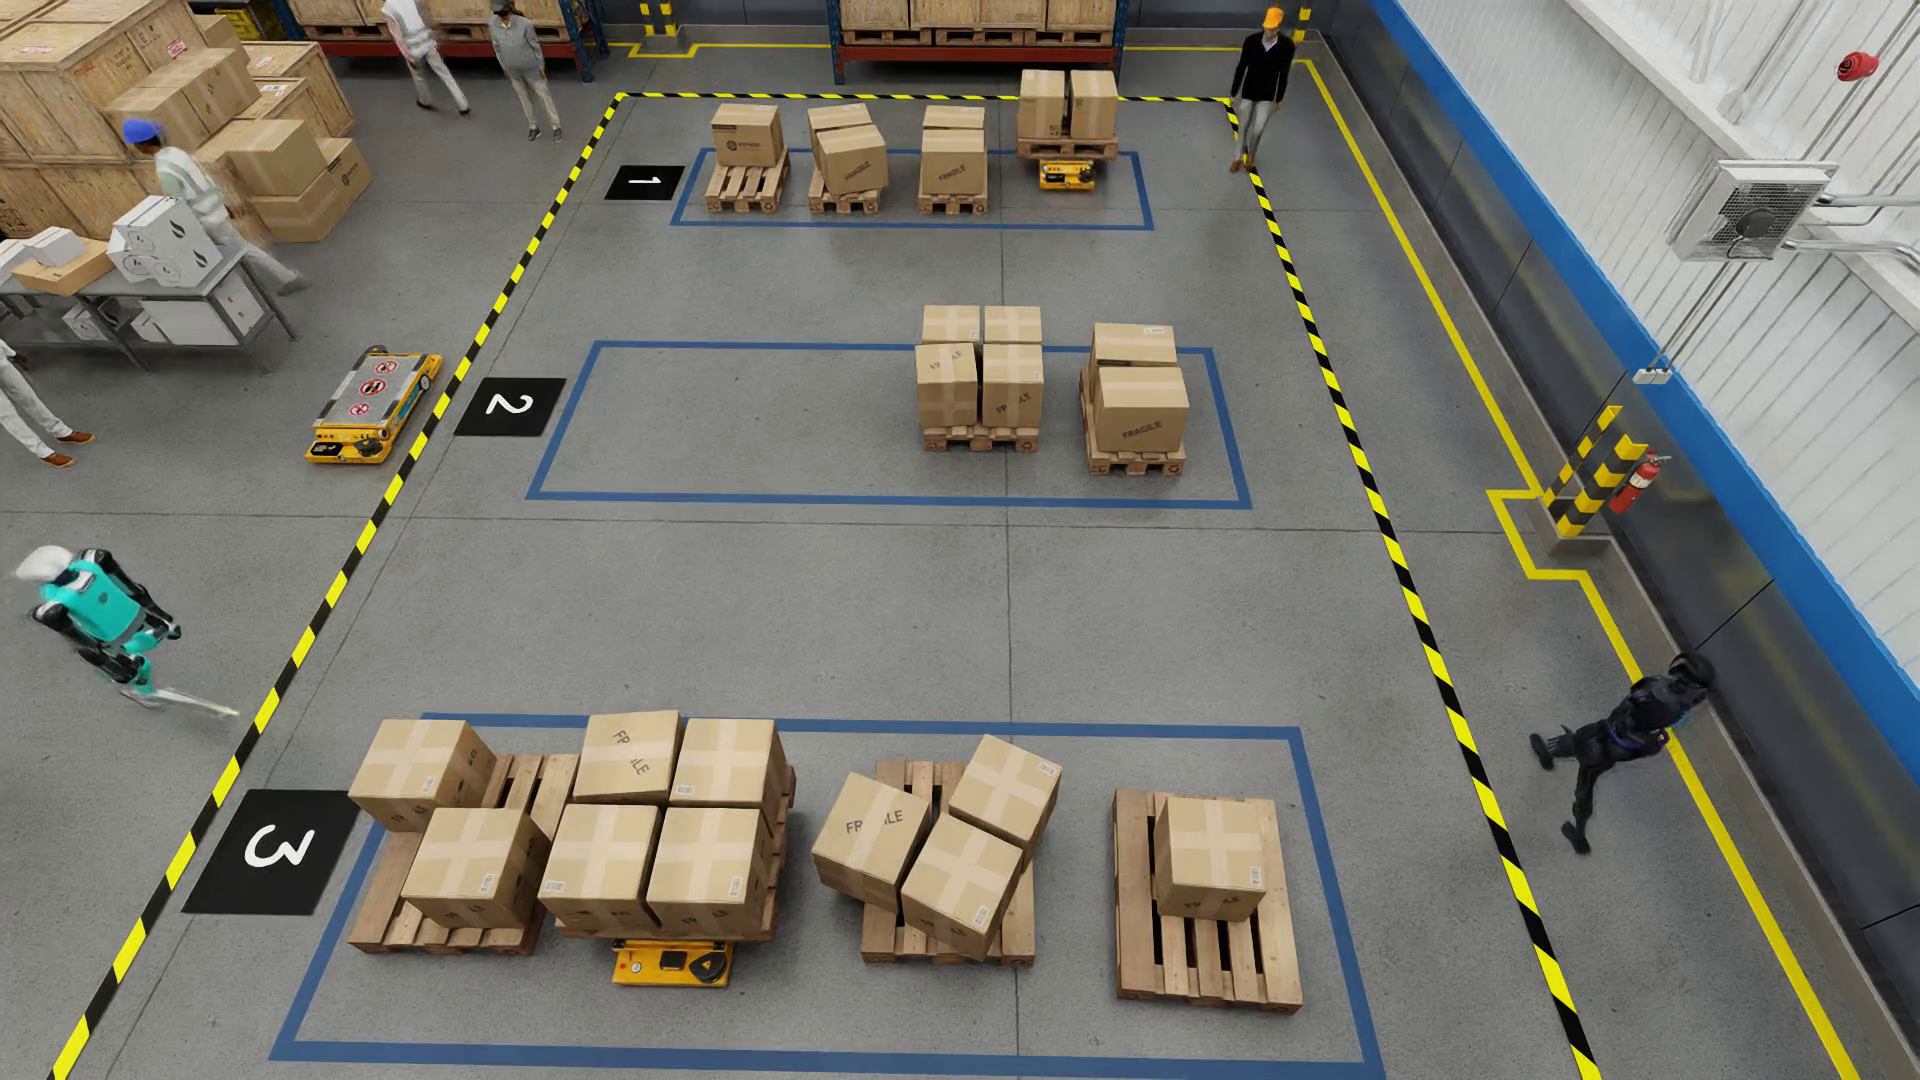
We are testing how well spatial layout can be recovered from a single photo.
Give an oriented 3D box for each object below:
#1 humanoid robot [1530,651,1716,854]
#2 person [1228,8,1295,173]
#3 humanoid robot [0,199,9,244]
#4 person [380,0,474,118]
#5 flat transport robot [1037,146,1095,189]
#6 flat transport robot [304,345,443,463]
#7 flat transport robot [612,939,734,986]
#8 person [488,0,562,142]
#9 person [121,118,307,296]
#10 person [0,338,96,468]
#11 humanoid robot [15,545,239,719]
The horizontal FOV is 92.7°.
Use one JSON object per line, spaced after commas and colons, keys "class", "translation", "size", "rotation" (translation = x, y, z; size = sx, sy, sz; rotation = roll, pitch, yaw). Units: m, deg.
{"class": "humanoid robot", "translation": [3.920, 1.188, 5.479], "size": [0.600, 1.626, 0.823], "rotation": [-8, 50, -7]}
{"class": "person", "translation": [3.467, -5.209, 10.727], "size": [0.607, 1.866, 0.452], "rotation": [21, 53, 17]}
{"class": "humanoid robot", "translation": [-10.182, -3.460, 9.365], "size": [0.315, 1.653, 0.599], "rotation": [1, 50, 1]}
{"class": "person", "translation": [-6.932, -6.313, 11.725], "size": [0.972, 1.770, 0.601], "rotation": [25, 54, 20]}
{"class": "flat transport robot", "translation": [1.303, -4.839, 11.443], "size": [0.652, 0.197, 1.431], "rotation": [1, 50, 1]}
{"class": "flat transport robot", "translation": [-5.383, -1.269, 8.441], "size": [0.659, 0.231, 1.431], "rotation": [1, 50, 1]}
{"class": "flat transport robot", "translation": [-1.659, 1.971, 5.681], "size": [0.652, 0.197, 1.431], "rotation": [1, 50, 1]}
{"class": "person", "translation": [-5.386, -5.839, 11.328], "size": [0.563, 1.762, 0.403], "rotation": [1, 50, 1]}
{"class": "person", "translation": [-7.409, -3.192, 9.009], "size": [0.995, 1.897, 0.605], "rotation": [-21, 53, -17]}
{"class": "person", "translation": [-7.975, -1.405, 7.496], "size": [0.354, 1.886, 0.572], "rotation": [1, 50, 1]}
{"class": "humanoid robot", "translation": [-5.527, 0.669, 5.859], "size": [0.965, 1.777, 0.531], "rotation": [2, 50, 1]}
